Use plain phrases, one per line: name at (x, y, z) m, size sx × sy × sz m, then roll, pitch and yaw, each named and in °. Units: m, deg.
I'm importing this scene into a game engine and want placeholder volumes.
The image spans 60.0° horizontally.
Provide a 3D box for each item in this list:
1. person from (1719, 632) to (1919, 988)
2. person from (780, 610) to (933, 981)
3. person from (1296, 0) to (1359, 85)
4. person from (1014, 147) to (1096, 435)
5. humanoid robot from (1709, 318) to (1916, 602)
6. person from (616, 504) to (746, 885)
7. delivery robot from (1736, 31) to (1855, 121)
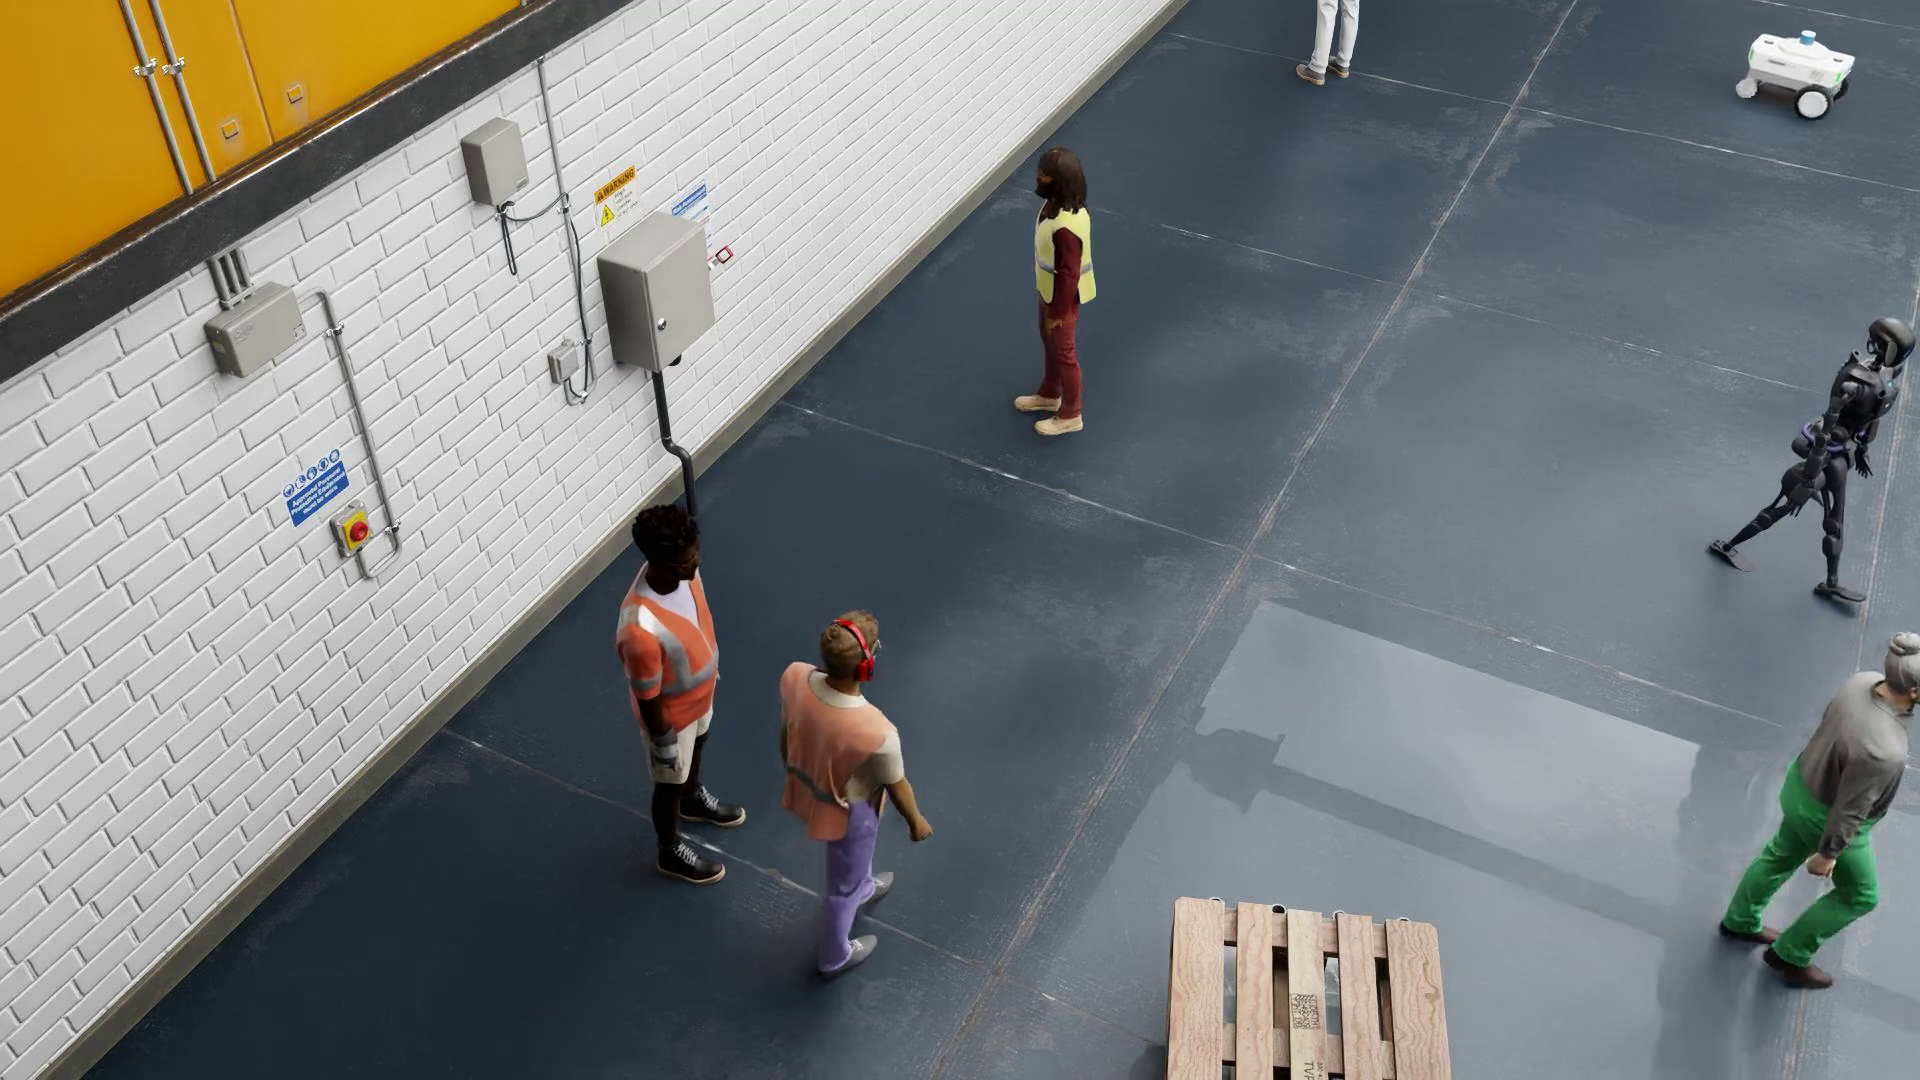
person at (3.466, 1.042, 6.443) m, size 0.563 × 1.827 × 0.517 m, roll 7°, pitch 41°, yaw 8°
person at (-0.382, 0.990, 6.504) m, size 0.698 × 1.816 × 0.562 m, roll -28°, pitch 48°, yaw -29°
person at (2.923, -4.431, 12.741) m, size 0.573 × 1.882 × 0.356 m, roll -18°, pitch 44°, yaw -20°
person at (0.546, -1.372, 9.285) m, size 0.402 × 1.767 × 0.476 m, roll -3°, pitch 41°, yaw -4°
humanoid robot at (4.337, -0.397, 8.248) m, size 0.590 × 1.622 × 0.770 m, roll -27°, pitch 48°, yaw -28°
person at (-1.151, 0.629, 6.821) m, size 0.379 × 1.957 × 0.600 m, roll 8°, pitch 41°, yaw 9°
delivery robot at (6.463, -3.603, 12.811) m, size 0.818 × 0.614 × 0.499 m, roll 27°, pitch 48°, yaw 28°
